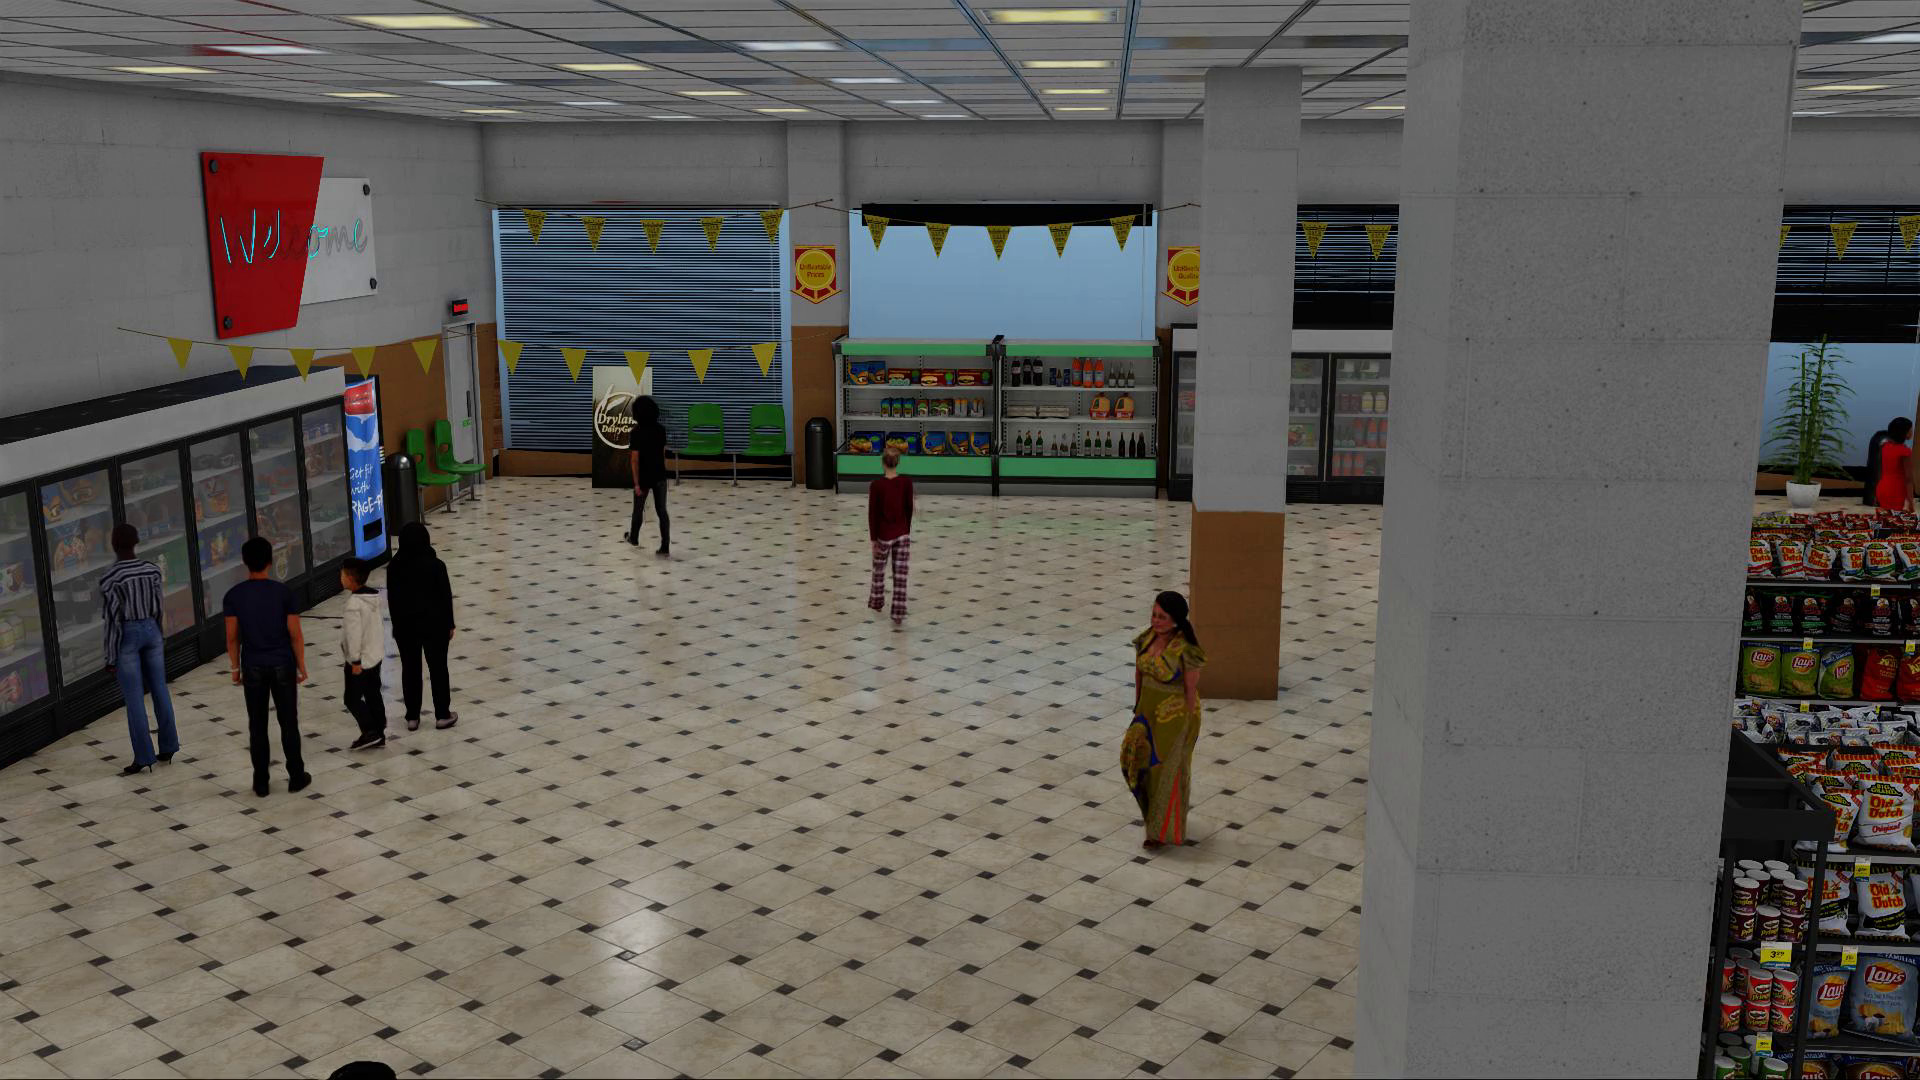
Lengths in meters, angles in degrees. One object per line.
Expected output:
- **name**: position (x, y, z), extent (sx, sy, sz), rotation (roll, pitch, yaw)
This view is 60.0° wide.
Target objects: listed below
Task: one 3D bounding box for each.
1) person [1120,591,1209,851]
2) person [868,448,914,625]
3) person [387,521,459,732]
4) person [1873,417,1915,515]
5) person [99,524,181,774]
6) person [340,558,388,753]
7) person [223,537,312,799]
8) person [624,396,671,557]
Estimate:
- **person**: position (1.355, 1.112, 10.508), extent (1.013, 1.646, 1.052), rotation (11, 16, 42)
- **person**: position (-0.621, -0.024, 15.839), extent (0.972, 1.672, 0.900), rotation (-3, 12, -15)
- **person**: position (-4.127, 0.656, 12.743), extent (0.610, 1.617, 0.740), rotation (-1, 12, -5)
- **person**: position (9.798, -0.435, 17.644), extent (0.644, 1.733, 0.641), rotation (-1, 12, -4)
- **person**: position (-5.836, 0.764, 11.800), extent (0.664, 1.794, 0.702), rotation (5, 13, 24)
- **person**: position (-4.323, 0.850, 12.244), extent (0.492, 1.443, 0.585), rotation (0, 12, 2)
- **person**: position (-4.725, 0.861, 11.342), extent (0.604, 1.793, 0.770), rotation (-4, 12, -17)
- **person**: position (-3.433, -0.692, 18.704), extent (1.134, 1.798, 1.128), rotation (-8, 14, -33)
